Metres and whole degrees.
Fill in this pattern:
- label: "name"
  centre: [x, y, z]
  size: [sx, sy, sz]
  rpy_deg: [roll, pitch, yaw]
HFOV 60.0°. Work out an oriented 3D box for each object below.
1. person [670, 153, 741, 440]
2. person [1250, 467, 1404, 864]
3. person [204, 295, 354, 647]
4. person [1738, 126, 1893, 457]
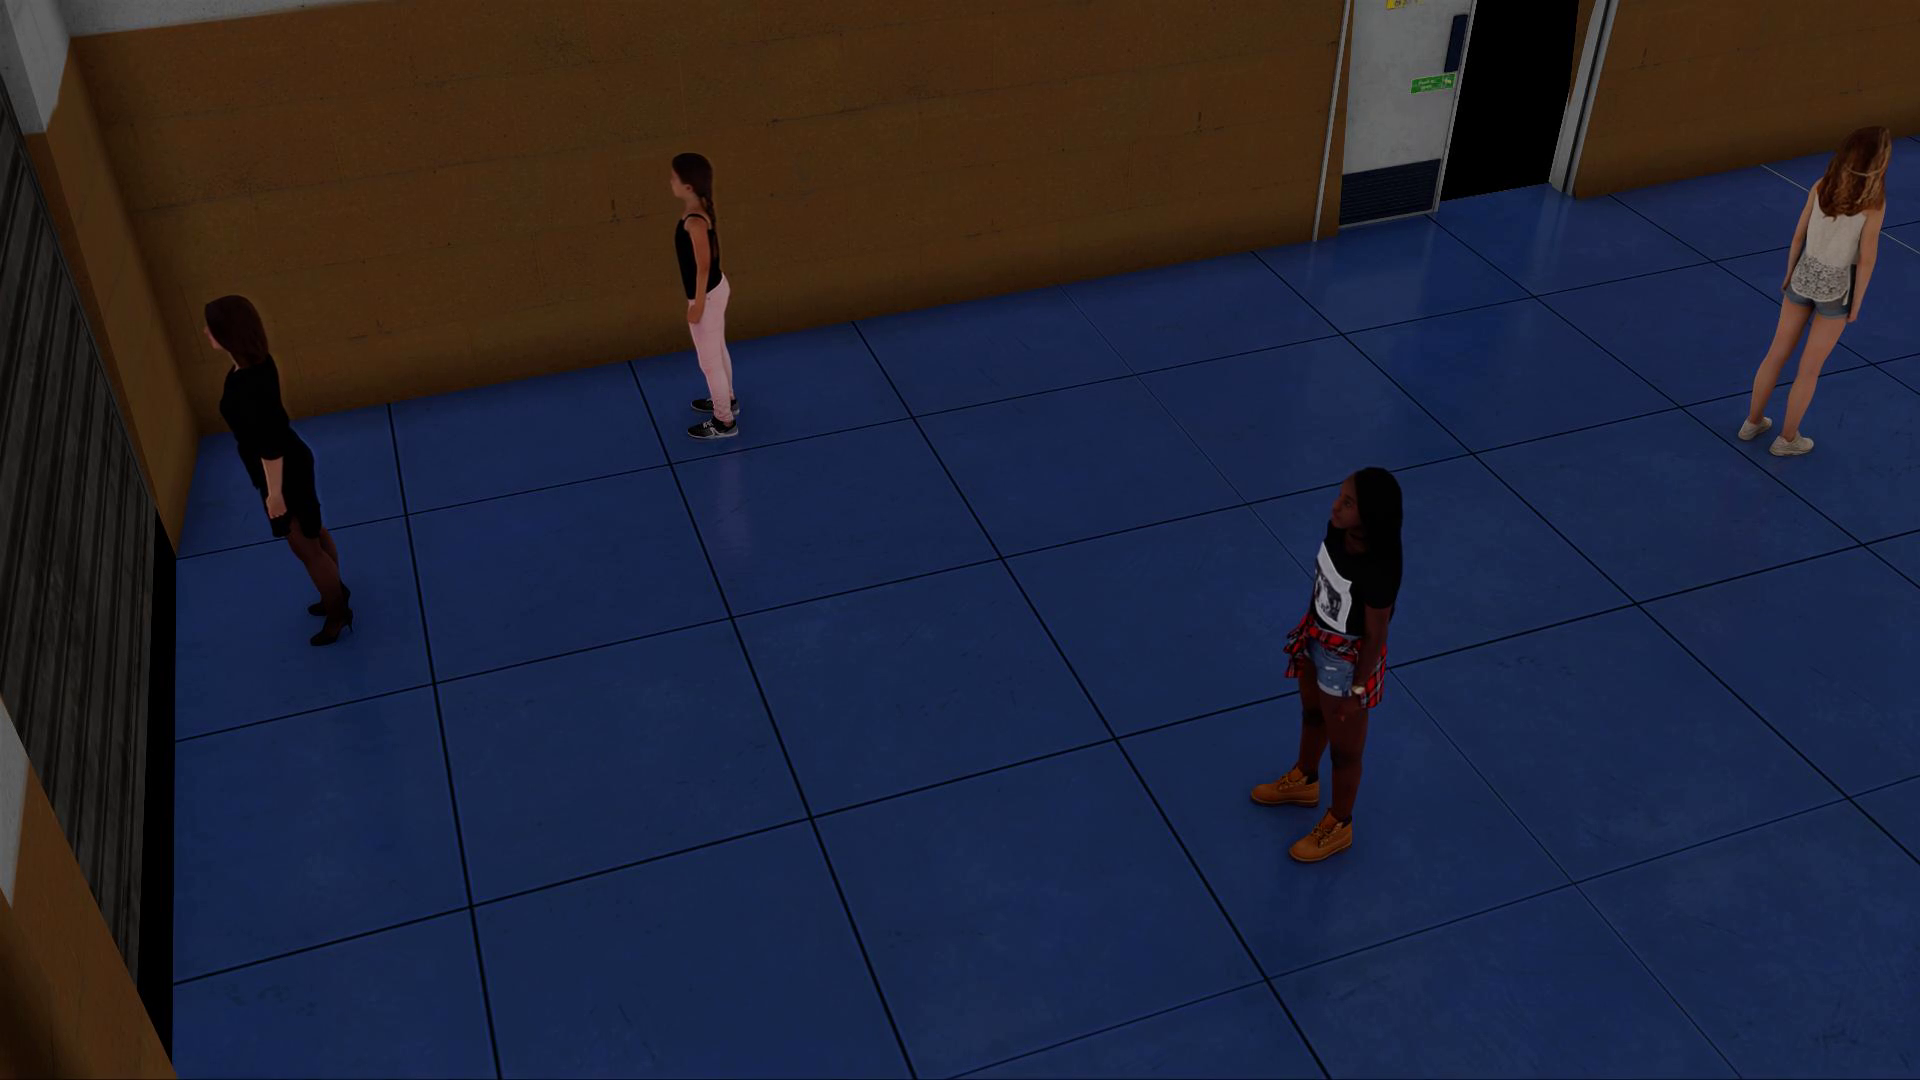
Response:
- label: "person"
  centre: [-1.302, -1.248, 8.508]
  size: [0.658, 1.564, 0.541]
  rpy_deg: [0, 37, 1]
- label: "person"
  centre: [1.394, 0.450, 6.110]
  size: [0.680, 1.728, 0.545]
  rpy_deg: [-9, 38, -12]
- label: "person"
  centre: [-2.880, -0.279, 7.087]
  size: [0.654, 1.704, 0.445]
  rpy_deg: [-10, 38, -13]
- label: "person"
  centre: [4.291, -1.228, 8.320]
  size: [0.671, 1.759, 0.519]
  rpy_deg: [-21, 42, -25]
